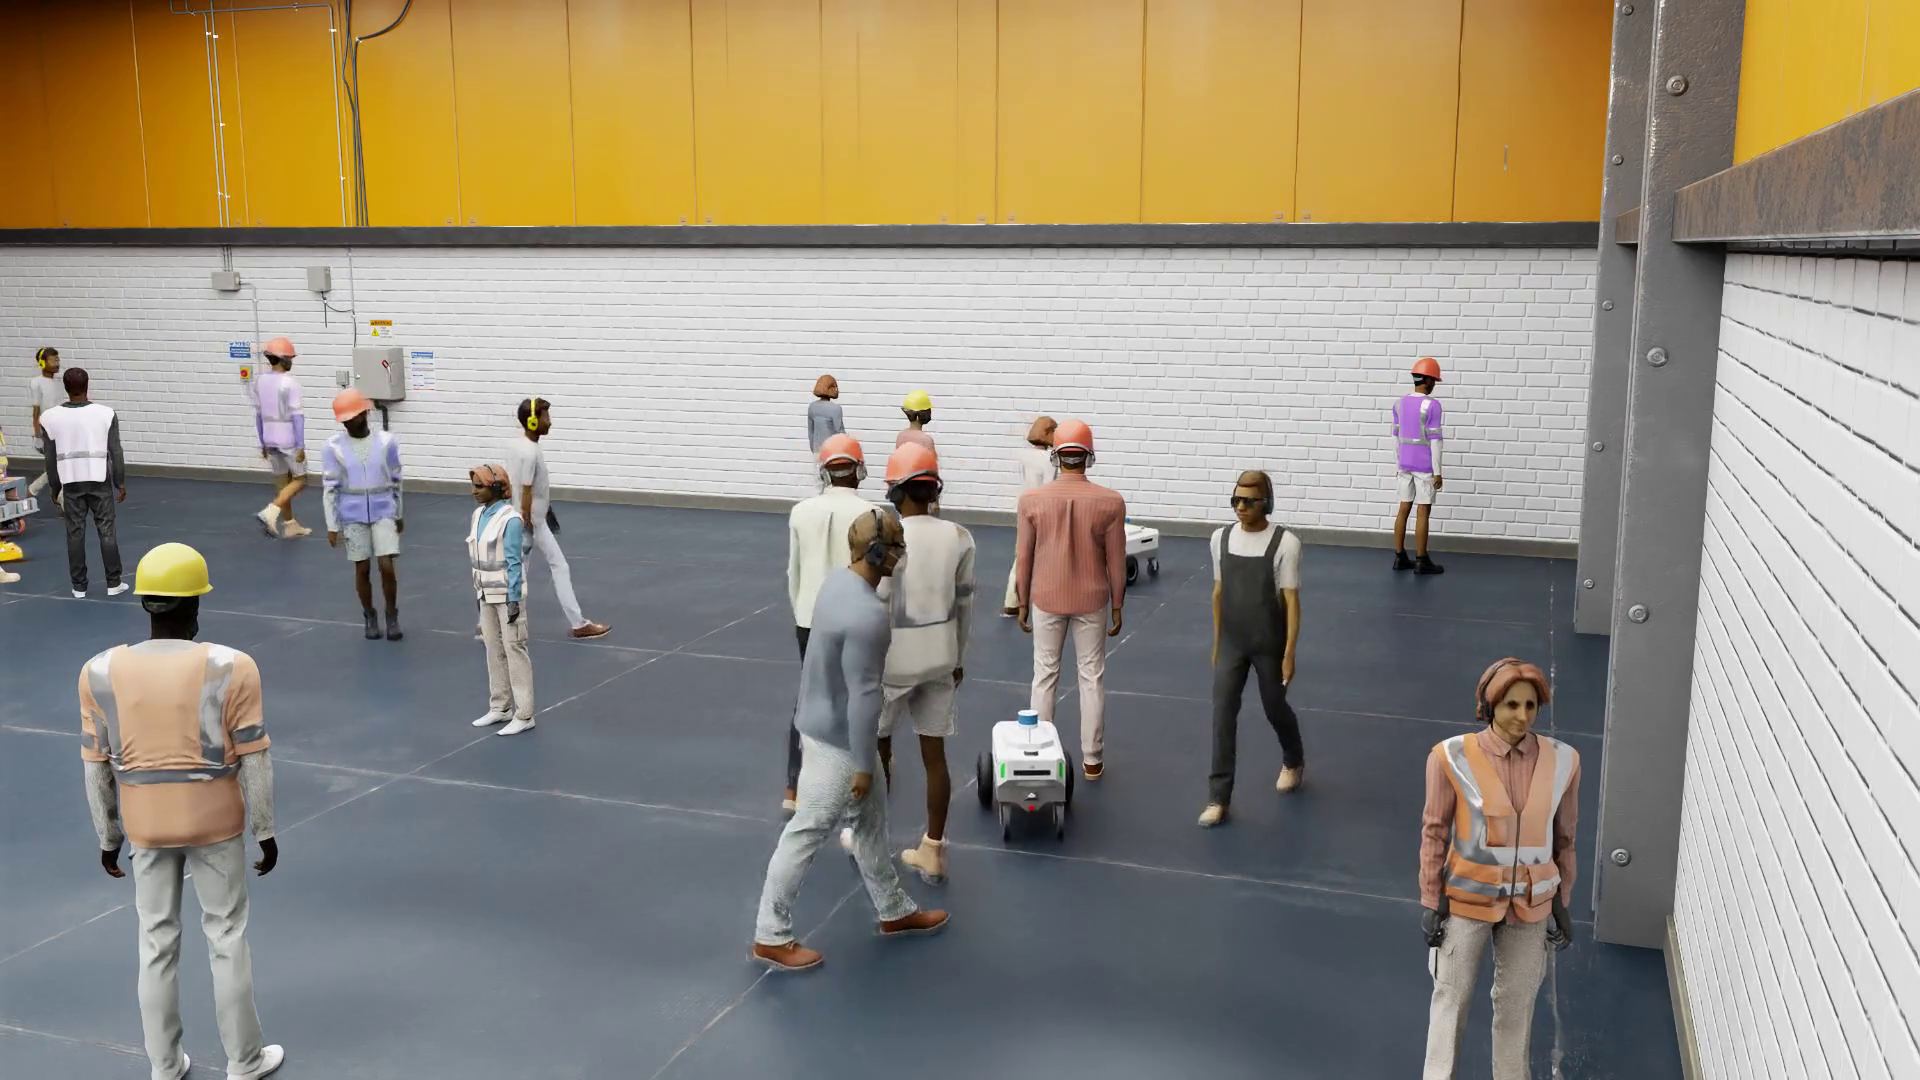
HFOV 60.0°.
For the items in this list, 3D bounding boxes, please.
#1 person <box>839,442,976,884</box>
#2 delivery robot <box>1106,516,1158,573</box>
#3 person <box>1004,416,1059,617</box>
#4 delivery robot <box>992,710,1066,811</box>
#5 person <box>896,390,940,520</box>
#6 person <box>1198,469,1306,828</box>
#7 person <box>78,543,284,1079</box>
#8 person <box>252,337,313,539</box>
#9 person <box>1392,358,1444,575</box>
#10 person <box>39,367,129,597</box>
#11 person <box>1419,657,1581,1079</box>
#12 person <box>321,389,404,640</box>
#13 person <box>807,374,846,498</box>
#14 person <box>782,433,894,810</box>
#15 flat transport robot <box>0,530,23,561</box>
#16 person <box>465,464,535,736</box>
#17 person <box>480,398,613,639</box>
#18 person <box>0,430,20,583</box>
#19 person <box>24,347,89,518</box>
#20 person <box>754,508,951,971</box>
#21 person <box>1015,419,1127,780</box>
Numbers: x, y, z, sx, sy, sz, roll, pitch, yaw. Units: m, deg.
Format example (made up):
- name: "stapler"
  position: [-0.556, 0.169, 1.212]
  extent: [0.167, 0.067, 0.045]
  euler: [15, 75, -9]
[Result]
- name: "person"
  position: [-0.273, 0.549, 7.758]
  extent: [0.644, 2.023, 0.740]
  euler: [-6, 12, -31]
- name: "delivery robot"
  position: [1.430, 0.033, 14.552]
  extent: [0.477, 0.478, 0.707]
  euler: [8, 13, 39]
- name: "person"
  position: [0.692, -0.183, 13.112]
  extent: [0.777, 1.591, 0.523]
  euler: [-5, 11, -27]
- name: "delivery robot"
  position: [0.345, 1.111, 8.463]
  extent: [0.477, 0.478, 0.707]
  euler: [0, 11, -1]
- name: "person"
  position: [-0.331, -0.324, 13.413]
  extent: [0.302, 1.772, 0.525]
  euler: [-7, 12, -34]
- name: "person"
  position: [1.547, 0.514, 8.612]
  extent: [0.517, 1.810, 0.946]
  euler: [7, 12, 34]
- name: "person"
  position: [-2.653, 0.964, 5.713]
  extent: [0.593, 1.924, 0.380]
  euler: [-1, 10, -7]
- name: "person"
  position: [-6.713, -0.980, 16.381]
  extent: [0.621, 2.027, 0.641]
  euler: [5, 11, 25]
- name: "person"
  position: [4.106, -0.658, 14.845]
  extent: [0.370, 1.928, 0.543]
  euler: [-6, 12, -31]
- name: "person"
  position: [-7.270, -0.474, 13.838]
  extent: [0.593, 1.919, 0.391]
  euler: [-4, 11, -20]
- name: "person"
  position: [1.711, 1.178, 5.321]
  extent: [0.513, 1.639, 0.307]
  euler: [-1, 10, -5]
- name: "person"
  position: [-4.371, -0.174, 12.211]
  extent: [0.558, 1.889, 0.620]
  euler: [-4, 11, -22]
- name: "person"
  position: [-1.329, -0.852, 16.759]
  extent: [0.500, 1.636, 0.286]
  euler: [9, 14, 42]
- name: "person"
  position: [-0.632, 0.418, 8.756]
  extent: [0.651, 1.927, 1.051]
  euler: [4, 11, 21]
- name: "flat transport robot"
  position: [-9.432, 0.110, 15.183]
  extent: [1.431, 0.197, 0.652]
  euler: [-8, 13, -38]
- name: "person"
  position: [-2.766, 0.351, 10.002]
  extent: [0.310, 1.631, 0.513]
  euler: [-10, 14, -43]
- name: "person"
  position: [-3.117, -0.143, 12.260]
  extent: [0.943, 1.825, 0.525]
  euler: [-5, 11, -26]
- name: "person"
  position: [-8.501, -0.541, 14.429]
  extent: [0.622, 1.844, 0.429]
  euler: [9, 13, 41]
- name: "person"
  position: [-9.775, -1.142, 17.803]
  extent: [0.735, 1.852, 0.524]
  euler: [1, 10, 6]
- name: "person"
  position: [-0.465, 0.810, 6.782]
  extent: [0.864, 1.878, 0.650]
  euler: [-2, 10, -11]
- name: "person"
  position: [0.605, 0.331, 9.116]
  extent: [0.614, 1.987, 0.407]
  euler: [1, 10, 7]
